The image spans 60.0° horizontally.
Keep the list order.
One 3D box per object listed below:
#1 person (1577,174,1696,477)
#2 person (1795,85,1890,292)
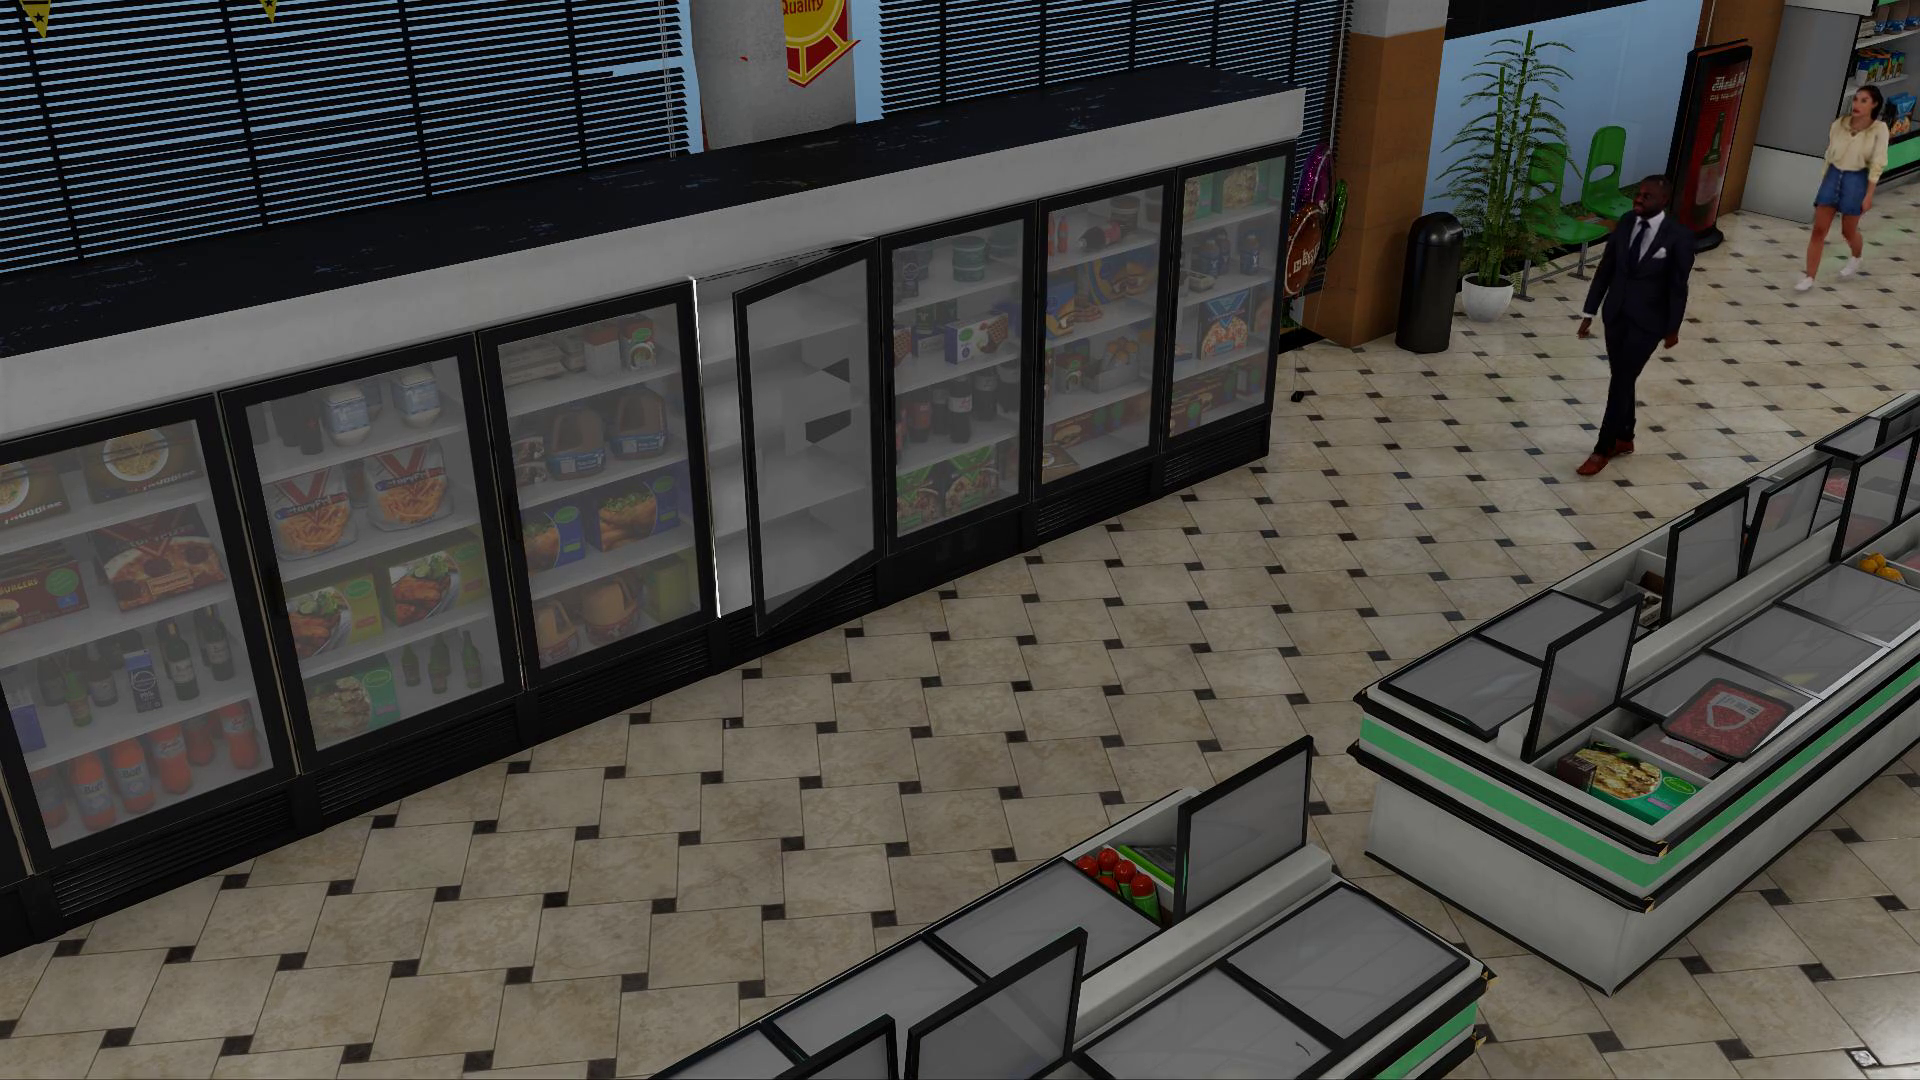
[{"bbox_3d":[4.134,-1.321,10.085,0.898,1.798,0.765,-16,31,-28],"label":"person"},{"bbox_3d":[7.048,-2.771,13.159,1.074,1.603,0.641,-20,33,-34],"label":"person"}]
